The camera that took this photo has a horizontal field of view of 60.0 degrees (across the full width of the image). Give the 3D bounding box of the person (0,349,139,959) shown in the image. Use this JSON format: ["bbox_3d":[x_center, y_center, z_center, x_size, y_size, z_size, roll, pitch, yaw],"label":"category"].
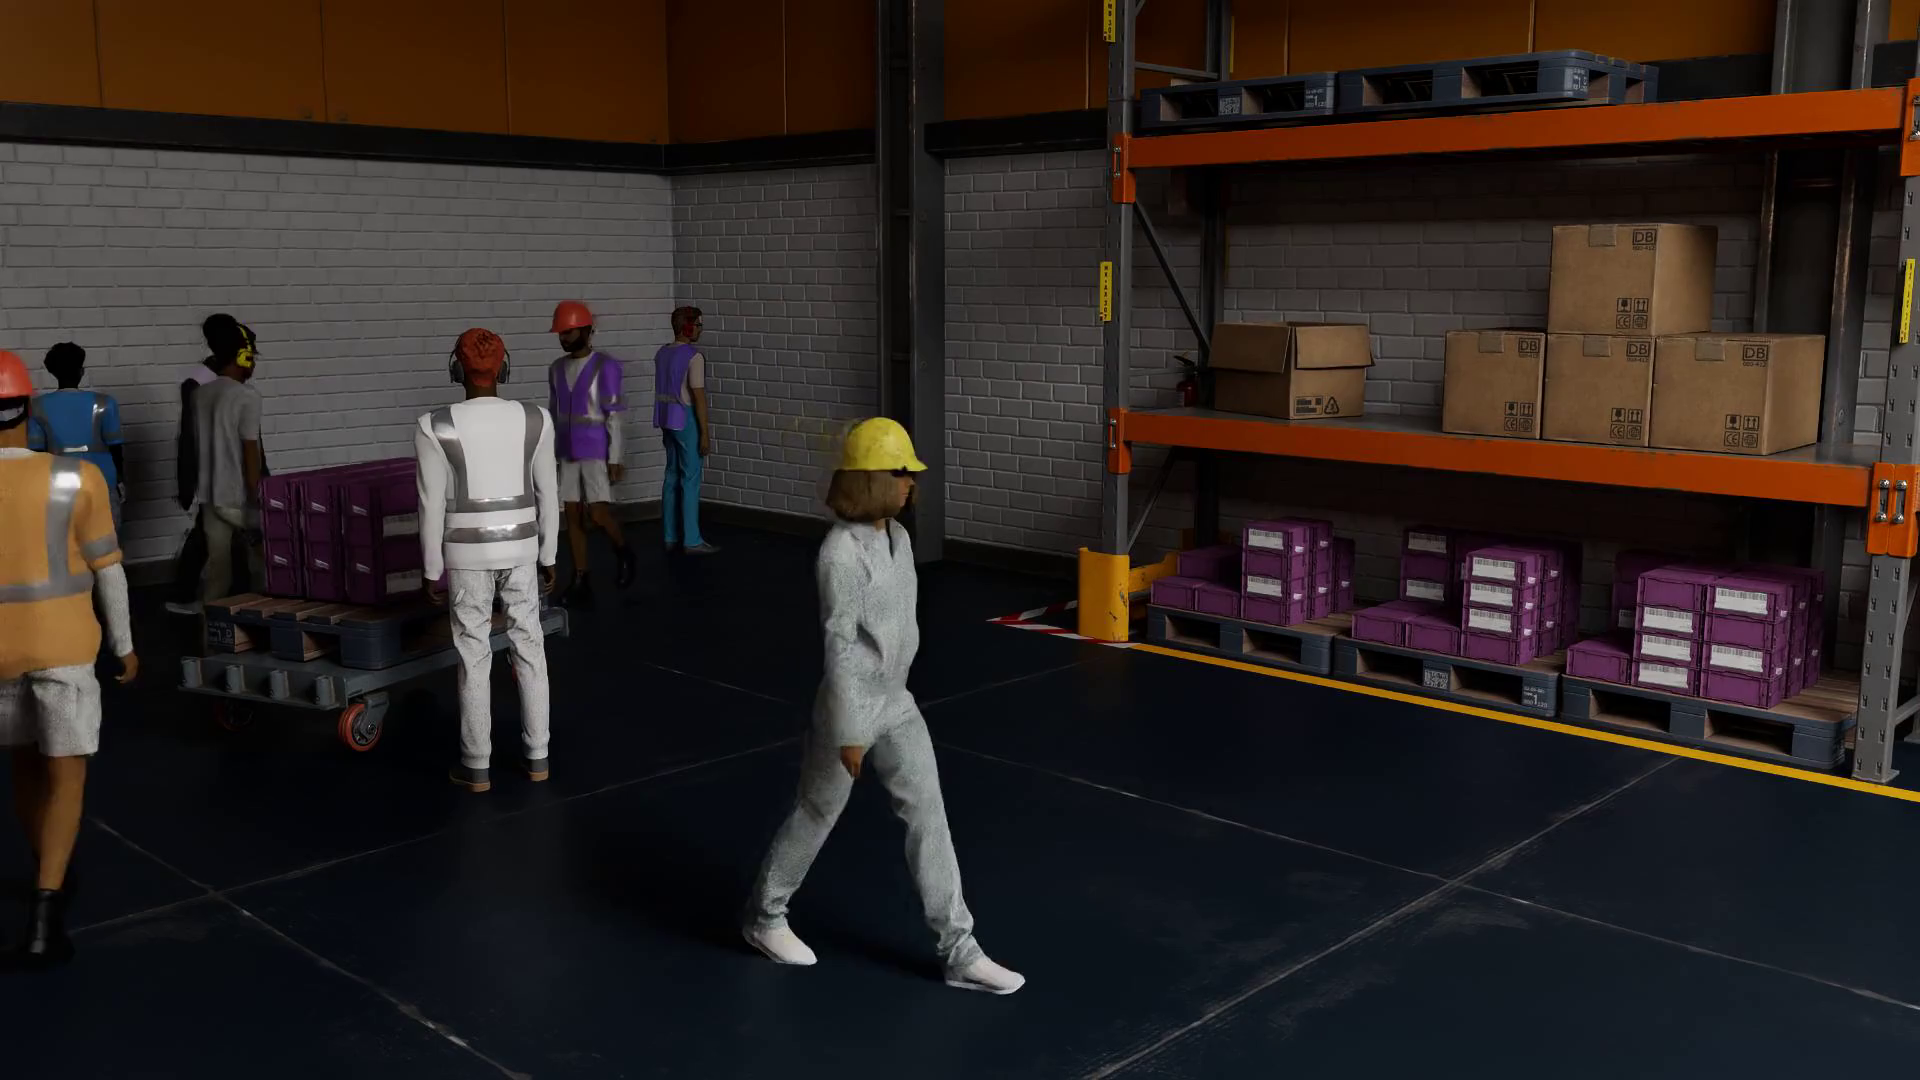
[{"bbox_3d":[-2.913,0.339,5.203,0.543,1.891,0.931,-2,9,-12],"label":"person"}]

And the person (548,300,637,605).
[{"bbox_3d":[-2.369,-0.558,10.578,0.570,1.925,0.556,5,10,26],"label":"person"}]

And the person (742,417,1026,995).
[{"bbox_3d":[-0.276,0.482,4.895,0.923,1.696,0.495,5,10,27],"label":"person"}]

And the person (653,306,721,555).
[{"bbox_3d":[-2.069,-0.811,12.382,0.372,1.843,0.570,-8,12,-42],"label":"person"}]

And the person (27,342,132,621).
[{"bbox_3d":[-5.184,-0.312,9.783,0.529,1.694,0.321,-5,10,-26],"label":"person"}]

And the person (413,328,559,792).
[{"bbox_3d":[-1.917,0.084,6.786,0.574,1.882,0.356,-6,11,-32],"label":"person"}]

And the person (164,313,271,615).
[{"bbox_3d":[-4.457,-0.408,9.881,0.840,1.874,0.626,1,9,3],"label":"person"}]

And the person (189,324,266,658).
[{"bbox_3d":[-3.683,-0.179,8.553,0.571,1.830,0.716,4,10,24],"label":"person"}]
